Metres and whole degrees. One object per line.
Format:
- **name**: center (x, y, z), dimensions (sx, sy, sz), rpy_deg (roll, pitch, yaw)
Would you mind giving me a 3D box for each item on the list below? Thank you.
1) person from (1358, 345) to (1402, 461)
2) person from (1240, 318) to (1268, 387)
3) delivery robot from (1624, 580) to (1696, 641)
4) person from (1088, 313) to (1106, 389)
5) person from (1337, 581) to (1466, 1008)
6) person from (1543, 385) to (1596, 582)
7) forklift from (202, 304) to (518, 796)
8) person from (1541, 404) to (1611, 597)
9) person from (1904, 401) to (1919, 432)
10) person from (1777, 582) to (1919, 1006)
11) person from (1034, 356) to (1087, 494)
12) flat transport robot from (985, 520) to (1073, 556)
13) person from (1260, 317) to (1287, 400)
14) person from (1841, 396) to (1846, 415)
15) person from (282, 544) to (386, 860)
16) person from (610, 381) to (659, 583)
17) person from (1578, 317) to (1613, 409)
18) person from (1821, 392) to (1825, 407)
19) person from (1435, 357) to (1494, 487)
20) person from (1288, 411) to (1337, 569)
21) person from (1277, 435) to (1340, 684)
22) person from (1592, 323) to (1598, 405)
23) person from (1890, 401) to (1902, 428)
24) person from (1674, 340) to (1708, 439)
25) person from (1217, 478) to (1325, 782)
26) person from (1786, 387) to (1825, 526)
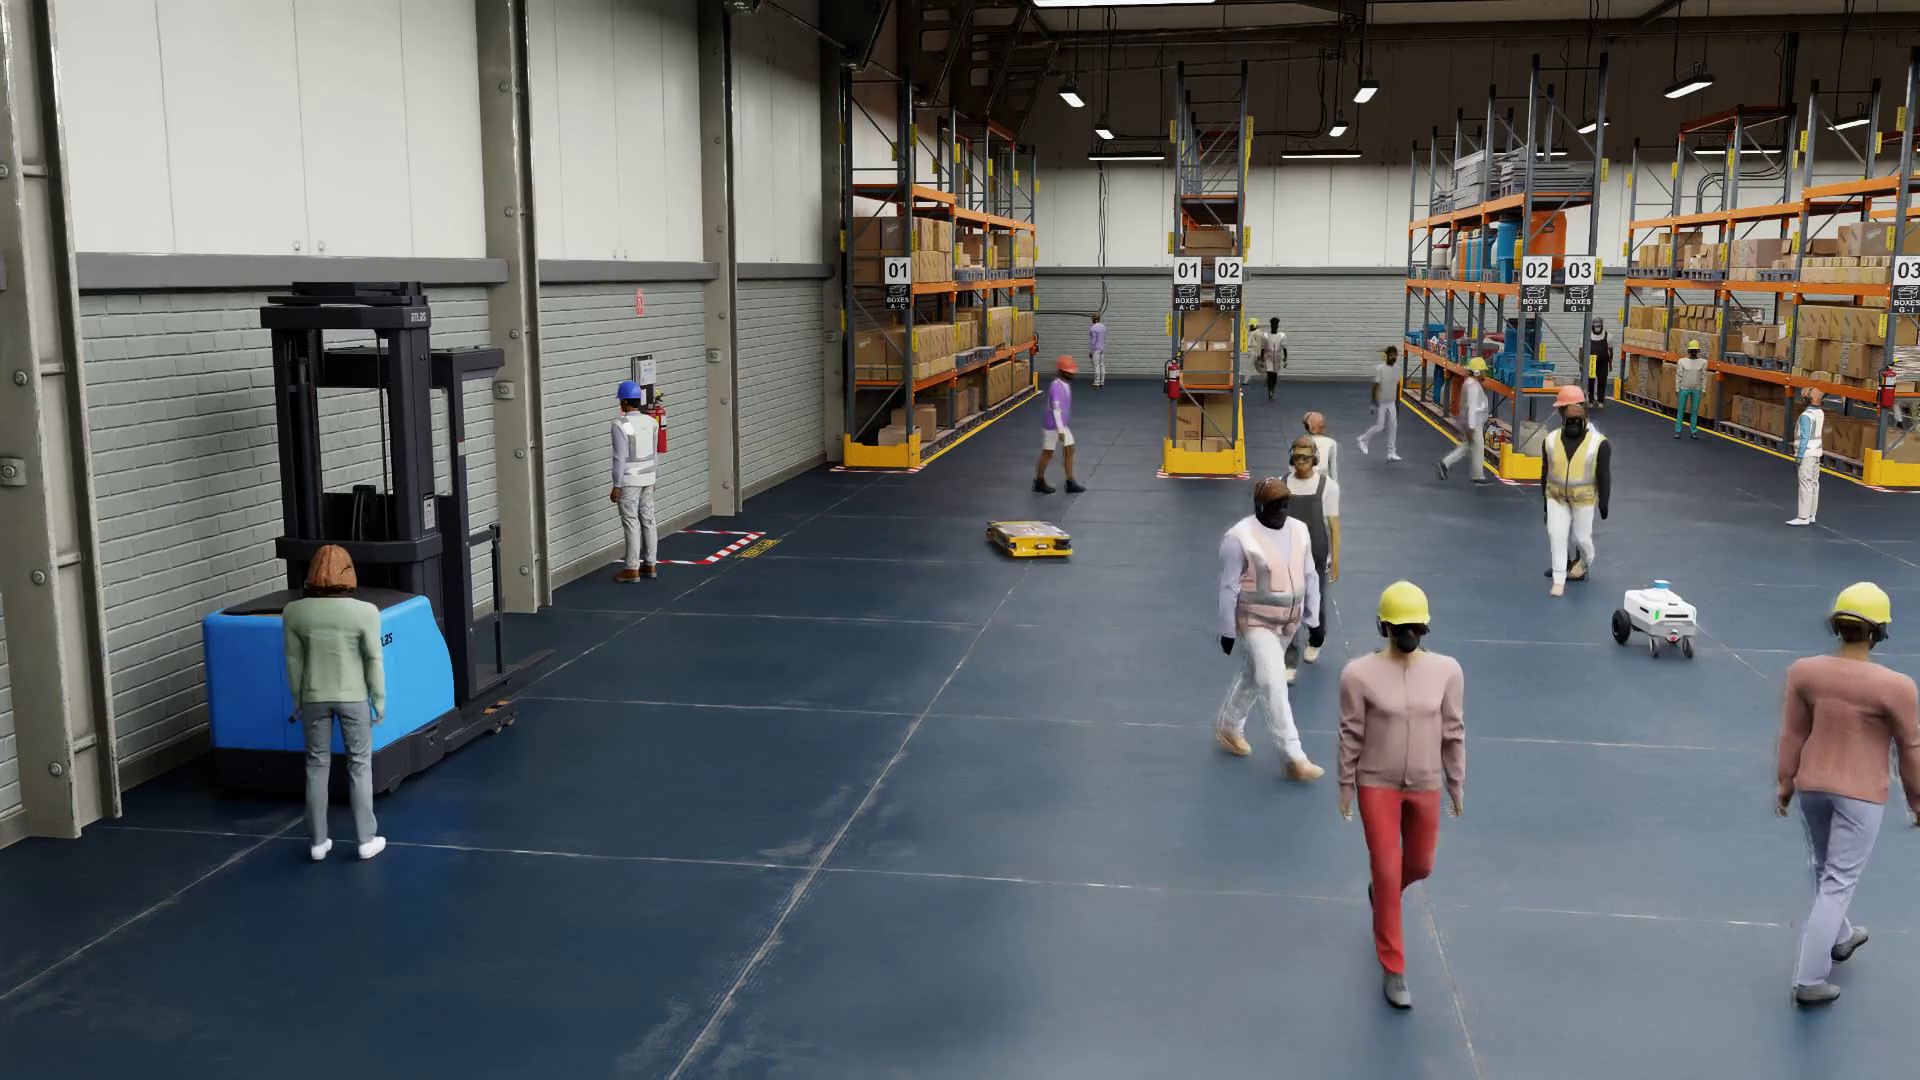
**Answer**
- **person**: center (6.796, -2.217, 26.691), dimensions (0.571, 1.838, 0.733), rpy_deg (-4, 10, -25)
- **person**: center (7.723, -4.881, 43.243), dimensions (0.882, 1.801, 0.606), rpy_deg (0, 9, -1)
- **delivery robot**: center (5.588, 0.566, 13.288), dimensions (0.477, 0.478, 0.707), rpy_deg (0, 9, 2)
- **person**: center (3.494, -4.827, 42.449), dimensions (0.377, 1.940, 0.629), rpy_deg (7, 11, 35)
- **person**: center (1.848, 1.009, 7.054), dimensions (0.531, 1.739, 0.737), rpy_deg (-1, 9, -4)
- **person**: center (5.917, -0.543, 16.129), dimensions (0.518, 1.912, 0.542), rpy_deg (-2, 9, -13)
- **forklift**: center (-3.673, -0.038, 10.147), dimensions (1.129, 2.768, 1.873), rpy_deg (1, 9, 9)
- **person**: center (5.793, -0.403, 15.635), dimensions (0.638, 1.804, 0.748), rpy_deg (6, 11, 32)
- **person**: center (16.572, -2.417, 28.588), dimensions (0.496, 1.613, 0.460), rpy_deg (-1, 9, -8)
- **person**: center (3.757, 1.036, 6.945), dimensions (0.844, 1.734, 0.529), rpy_deg (-5, 11, -30)
- **person**: center (1.355, -1.537, 22.357), dimensions (0.866, 1.868, 0.563), rpy_deg (4, 10, 26)
- **flat transport robot**: center (0.738, -0.030, 18.122), dimensions (0.652, 0.197, 1.431), rpy_deg (-2, 9, -11)
- **person**: center (7.364, -4.277, 39.123), dimensions (0.613, 1.929, 0.968), rpy_deg (0, 9, 0)
- **person**: center (18.033, -3.388, 33.695), dimensions (0.600, 1.906, 0.992), rpy_deg (2, 9, 13)
- **person**: center (-3.193, 0.831, 8.531), dimensions (0.508, 1.628, 0.290), rpy_deg (0, 9, -2)
- **person**: center (-3.172, -0.573, 16.186), dimensions (0.388, 1.947, 0.614), rpy_deg (5, 11, 29)
- **person**: center (13.769, -3.816, 36.032), dimensions (0.713, 2.000, 0.838), rpy_deg (3, 10, 18)
- **person**: center (18.145, -3.580, 35.004), dimensions (0.588, 1.869, 0.589), rpy_deg (1, 9, 8)
- **person**: center (7.137, -1.669, 23.400), dimensions (0.721, 1.814, 0.600), rpy_deg (2, 9, 10)
- **person**: center (3.567, -0.486, 16.726), dimensions (0.526, 1.608, 0.825), rpy_deg (-3, 10, -21)
- **person**: center (2.573, 0.112, 12.391), dimensions (0.520, 1.817, 0.869), rpy_deg (3, 10, 20)
- **person**: center (14.276, -3.989, 37.486), dimensions (0.581, 1.879, 0.361), rpy_deg (1, 9, 9)
- **person**: center (17.003, -2.845, 30.342), dimensions (0.586, 1.908, 0.625), rpy_deg (1, 9, 9)
- **person**: center (13.131, -2.704, 29.882), dimensions (0.523, 1.769, 0.321), rpy_deg (3, 10, 16)
- **person**: center (1.869, 0.500, 10.079), dimensions (0.617, 1.793, 0.980), rpy_deg (-6, 11, -33)
- **person**: center (10.034, -0.988, 19.689), dimensions (0.514, 1.641, 0.309), rpy_deg (-9, 13, -44)
